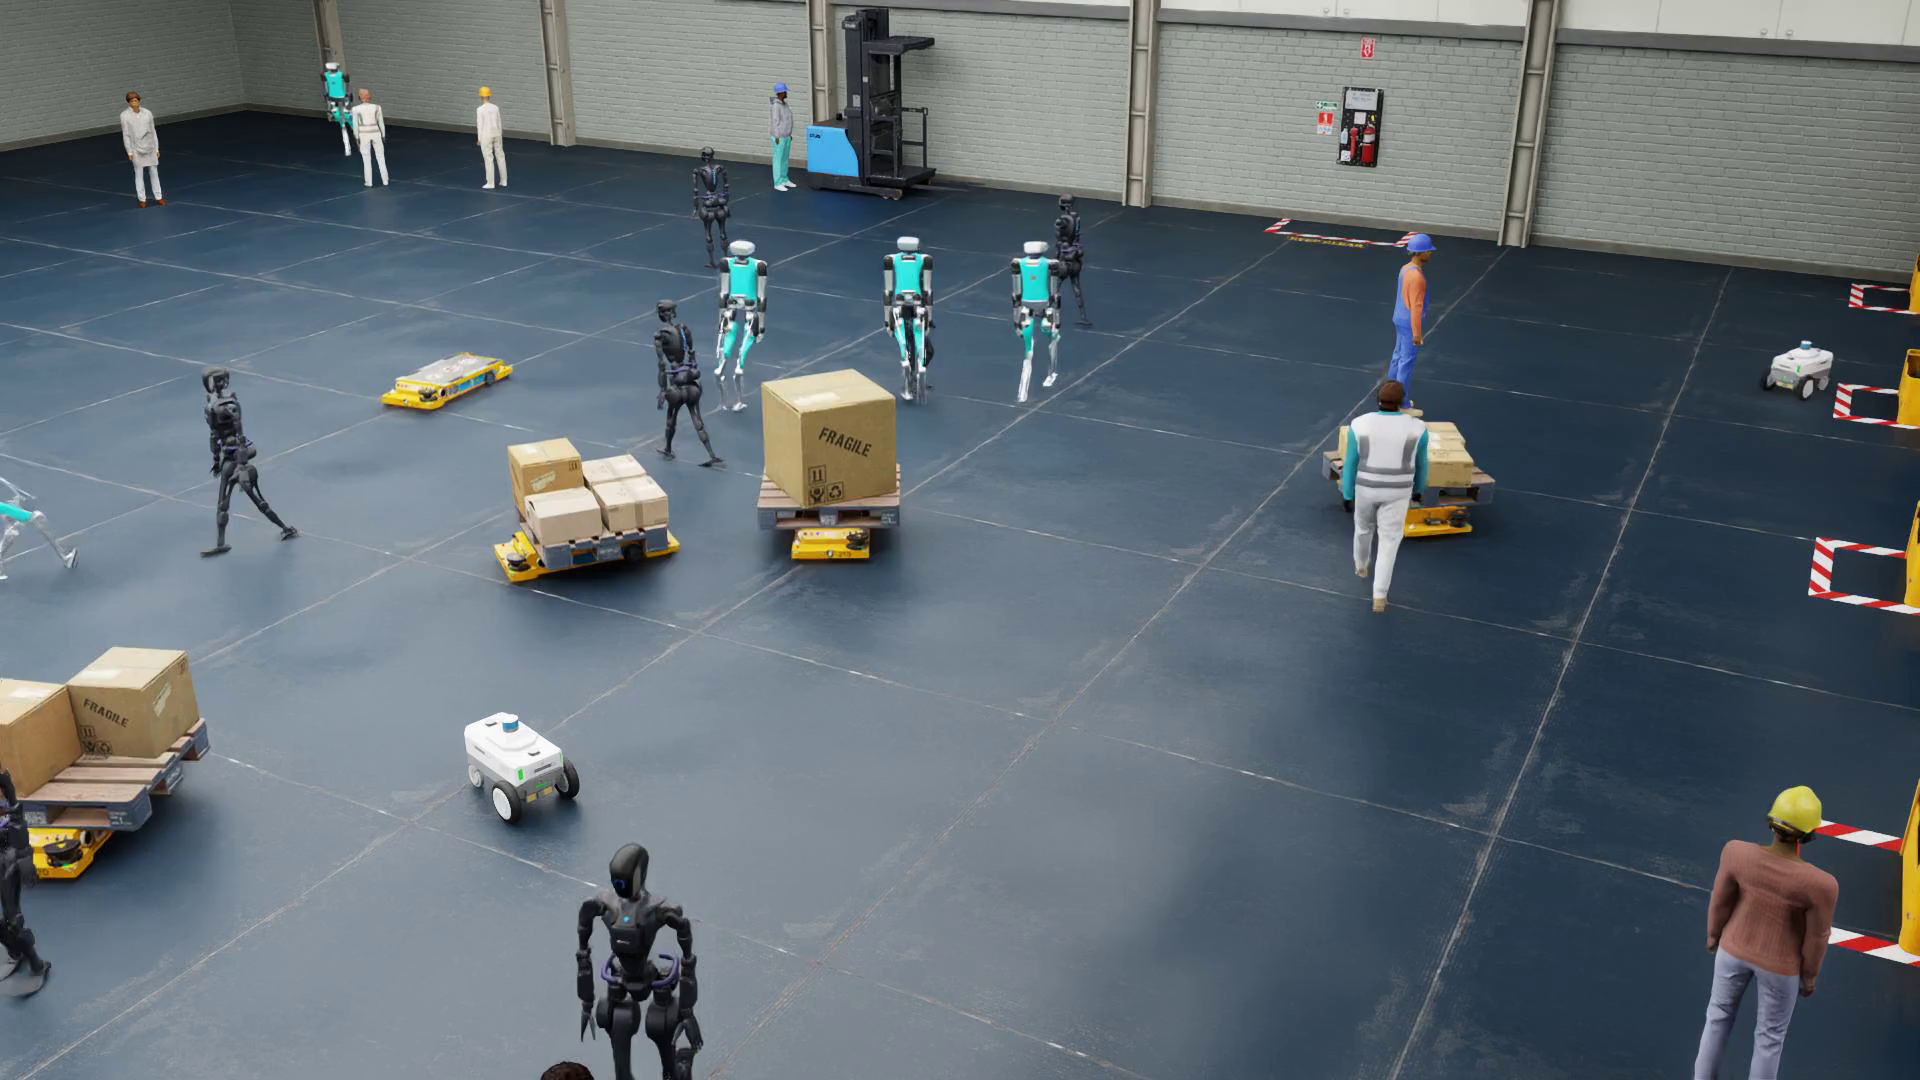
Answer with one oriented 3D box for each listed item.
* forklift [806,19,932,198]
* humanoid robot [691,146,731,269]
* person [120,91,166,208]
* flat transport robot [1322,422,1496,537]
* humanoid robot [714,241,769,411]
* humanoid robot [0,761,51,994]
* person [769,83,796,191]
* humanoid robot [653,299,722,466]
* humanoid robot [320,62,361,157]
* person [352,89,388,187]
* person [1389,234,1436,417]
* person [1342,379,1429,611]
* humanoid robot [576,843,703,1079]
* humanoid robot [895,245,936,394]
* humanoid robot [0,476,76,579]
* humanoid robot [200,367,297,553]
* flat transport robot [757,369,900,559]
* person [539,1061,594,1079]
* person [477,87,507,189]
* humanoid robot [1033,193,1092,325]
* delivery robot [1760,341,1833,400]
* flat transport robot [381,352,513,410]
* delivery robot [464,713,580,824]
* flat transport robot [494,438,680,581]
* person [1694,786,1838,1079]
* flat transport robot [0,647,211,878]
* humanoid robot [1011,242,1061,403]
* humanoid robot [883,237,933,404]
[{"bbox_3d":[-1.573,-7.292,27.850,1.873,2.768,1.129,12,26,25],"label":"forklift"},{"bbox_3d":[-3.459,-4.637,23.154,0.599,1.659,0.315,-16,28,-32],"label":"humanoid robot"},{"bbox_3d":[-13.211,-6.312,26.881,0.514,1.830,0.360,-17,28,-34],"label":"person"},{"bbox_3d":[4.011,-0.384,15.057,0.659,0.231,1.431,-4,24,-10],"label":"flat transport robot"},{"bbox_3d":[-2.335,-2.168,17.407,0.540,1.808,0.813,6,24,14],"label":"humanoid robot"},{"bbox_3d":[-5.086,1.597,8.660,0.586,1.649,0.336,2,23,4],"label":"humanoid robot"},{"bbox_3d":[-3.021,-6.835,28.165,0.358,1.780,0.532,8,24,18],"label":"person"},{"bbox_3d":[-2.668,-1.503,15.959,0.804,1.609,0.610,12,26,25],"label":"humanoid robot"},{"bbox_3d":[-11.488,-8.015,31.093,0.549,1.864,0.853,1,23,2],"label":"humanoid robot"},{"bbox_3d":[-10.076,-6.871,28.430,0.516,1.632,0.310,-12,26,-25],"label":"person"},{"bbox_3d":[4.686,-2.235,17.290,0.363,1.910,0.512,-1,23,-2],"label":"person"},{"bbox_3d":[3.360,-0.402,13.183,0.642,1.798,0.917,7,24,16],"label":"person"},{"bbox_3d":[-1.448,2.061,7.615,0.589,1.634,0.673,2,23,5],"label":"humanoid robot"},{"bbox_3d":[-0.499,-2.405,17.961,0.331,1.651,0.602,13,26,27],"label":"humanoid robot"},{"bbox_3d":[-7.696,-0.487,13.491,0.901,1.801,0.556,-16,28,-32],"label":"humanoid robot"},{"bbox_3d":[-6.107,-0.674,14.021,0.602,1.631,0.791,21,31,39],"label":"humanoid robot"},{"bbox_3d":[-1.129,-0.192,14.610,0.659,0.231,1.431,-1,23,-2],"label":"flat transport robot"},{"bbox_3d":[-1.350,2.641,5.928,0.375,1.916,0.595,15,28,32],"label":"person"},{"bbox_3d":[-7.971,-6.828,28.248,0.316,1.697,0.464,19,30,38],"label":"person"},{"bbox_3d":[1.289,-3.471,20.502,0.758,1.625,0.601,15,27,31],"label":"humanoid robot"},{"bbox_3d":[9.173,-1.869,18.150,0.797,0.593,0.499,-16,28,-32],"label":"delivery robot"},{"bbox_3d":[-5.614,-1.752,18.241,0.659,0.231,1.431,9,25,20],"label":"flat transport robot"},{"bbox_3d":[-2.813,1.398,10.542,0.499,0.592,0.774,-21,31,-40],"label":"delivery robot"},{"bbox_3d":[-3.139,0.049,14.049,1.431,0.231,0.659,-11,26,-24],"label":"flat transport robot"},{"bbox_3d":[3.751,1.934,7.763,0.532,1.767,0.322,20,30,39],"label":"person"},{"bbox_3d":[-5.472,1.627,10.375,0.659,0.231,1.431,1,23,2],"label":"flat transport robot"},{"bbox_3d":[0.883,-2.406,18.013,0.534,1.787,1.037,7,24,15],"label":"humanoid robot"},{"bbox_3d":[-0.532,-2.206,17.572,0.530,1.880,0.758,-2,23,-5],"label":"humanoid robot"}]
